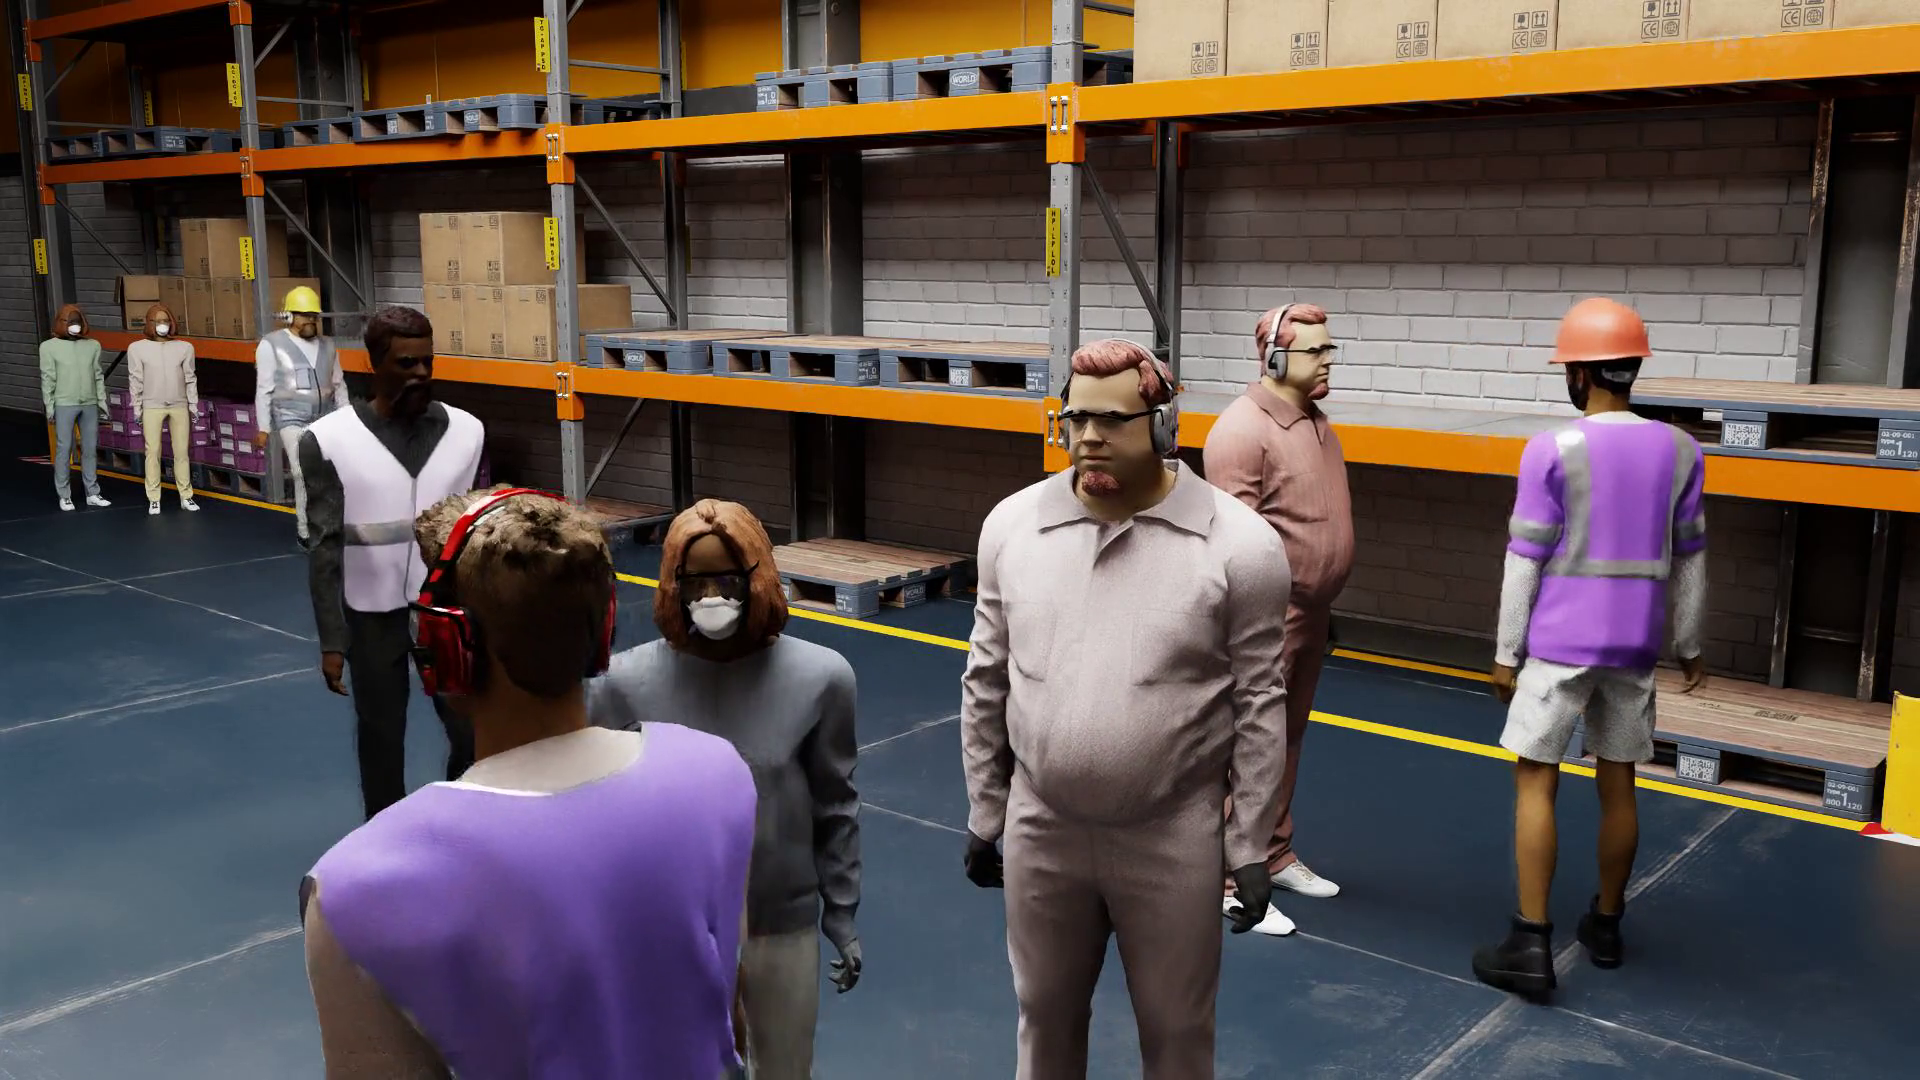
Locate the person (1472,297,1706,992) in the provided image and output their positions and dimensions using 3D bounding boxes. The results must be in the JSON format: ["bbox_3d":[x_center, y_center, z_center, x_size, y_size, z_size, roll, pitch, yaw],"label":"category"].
[{"bbox_3d":[1.816,0.296,4.701,0.678,1.937,0.479,-2,10,-11],"label":"person"}]

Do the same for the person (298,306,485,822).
[{"bbox_3d":[-1.672,0.246,5.074,0.612,1.895,0.652,-8,13,-39],"label":"person"}]

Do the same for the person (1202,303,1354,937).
[{"bbox_3d":[1.004,0.232,5.137,0.406,1.911,0.636,7,12,35],"label":"person"}]

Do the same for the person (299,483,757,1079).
[{"bbox_3d":[-0.411,0.849,1.860,0.595,1.825,0.570,8,13,39],"label":"person"}]

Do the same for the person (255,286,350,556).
[{"bbox_3d":[-4.375,-0.800,11.268,0.652,1.811,0.628,7,12,34],"label":"person"}]

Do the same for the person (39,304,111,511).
[{"bbox_3d":[-7.044,-1.057,13.261,0.268,1.631,0.507,7,12,33],"label":"person"}]

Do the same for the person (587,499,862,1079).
[{"bbox_3d":[-0.431,0.729,3.088,0.507,1.632,0.265,-2,10,-9],"label":"person"}]

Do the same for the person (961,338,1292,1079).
[{"bbox_3d":[0.297,0.562,3.264,0.651,1.906,0.402,4,11,21],"label":"person"}]

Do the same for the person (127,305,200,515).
[{"bbox_3d":[-6.236,-1.023,13.059,0.500,1.636,0.286,-8,13,-38],"label":"person"}]
